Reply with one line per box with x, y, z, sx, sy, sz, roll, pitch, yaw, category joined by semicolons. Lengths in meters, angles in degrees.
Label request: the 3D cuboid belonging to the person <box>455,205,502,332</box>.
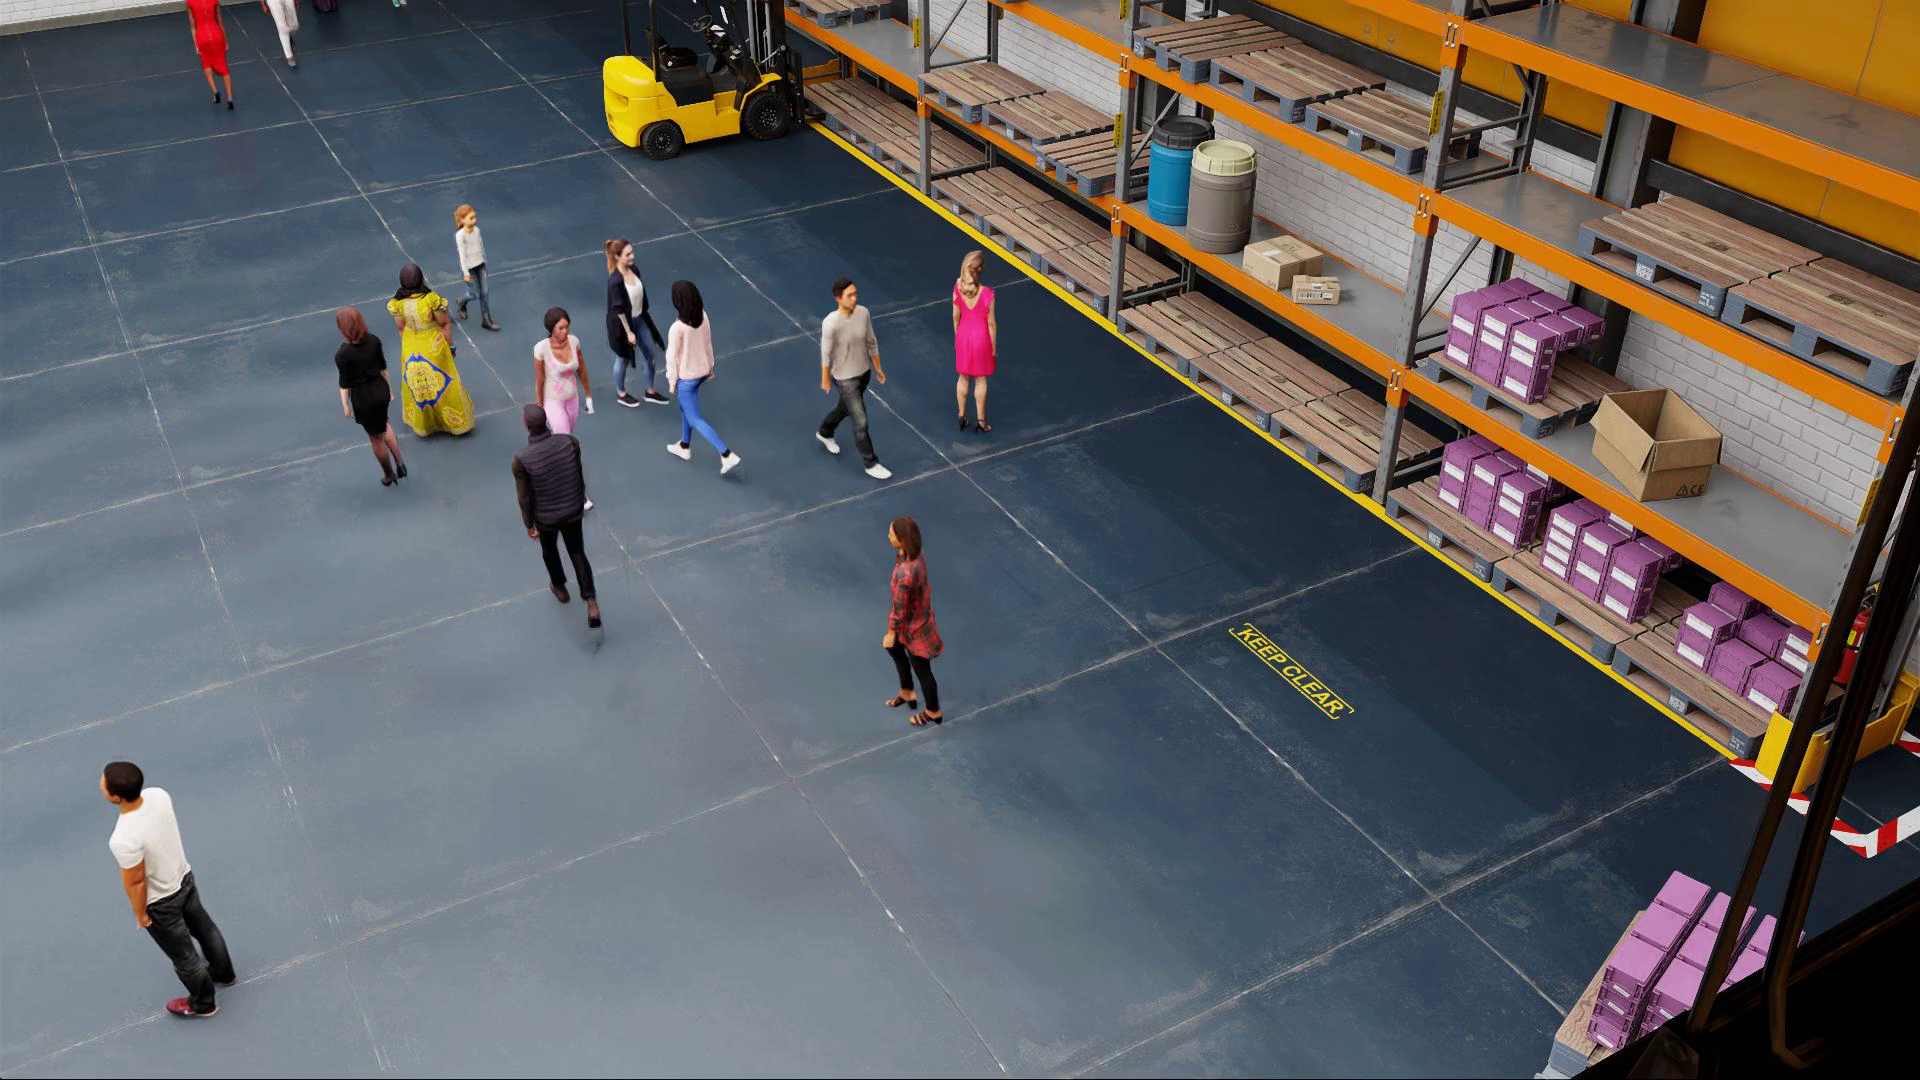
-4.892;-2.713;16.587;0.821;1.306;0.687;18;38;25;person

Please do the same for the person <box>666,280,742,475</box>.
-2.224;-1.347;14.142;1.202;1.738;0.980;20;38;27;person

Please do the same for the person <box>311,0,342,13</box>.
-10.038;-9.066;25.866;0.663;1.615;0.760;20;39;27;person

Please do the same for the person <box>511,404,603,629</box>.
-2.940;-0.152;12.285;0.696;1.804;1.127;-17;37;-24;person

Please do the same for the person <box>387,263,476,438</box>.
-4.707;-1.675;14.708;0.996;1.659;1.004;1;34;1;person

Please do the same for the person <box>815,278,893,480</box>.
-1.000;-1.442;14.252;1.251;1.776;0.899;26;42;34;person

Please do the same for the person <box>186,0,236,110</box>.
-9.887;-6.536;21.968;0.585;1.717;0.692;-18;38;-25;person

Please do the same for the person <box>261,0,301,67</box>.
-9.685;-7.692;23.647;0.695;1.785;0.956;-18;38;-25;person

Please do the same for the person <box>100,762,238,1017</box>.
-4.383;1.909;9.182;0.774;1.807;0.669;2;34;3;person

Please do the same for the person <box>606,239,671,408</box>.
-3.104;-1.963;15.136;0.874;1.665;0.806;16;37;23;person

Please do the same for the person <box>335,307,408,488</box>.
-4.858;-1.146;13.878;0.757;1.696;0.719;20;39;28;person

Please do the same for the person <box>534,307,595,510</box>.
-3.368;-1.171;13.900;0.739;1.715;1.017;-26;41;-33;person

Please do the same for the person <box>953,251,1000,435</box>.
0.117;-1.753;14.763;0.627;1.727;0.722;17;37;24;person

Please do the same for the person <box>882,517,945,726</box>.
-0.222;0.582;11.288;0.825;1.686;0.750;0;34;0;person
